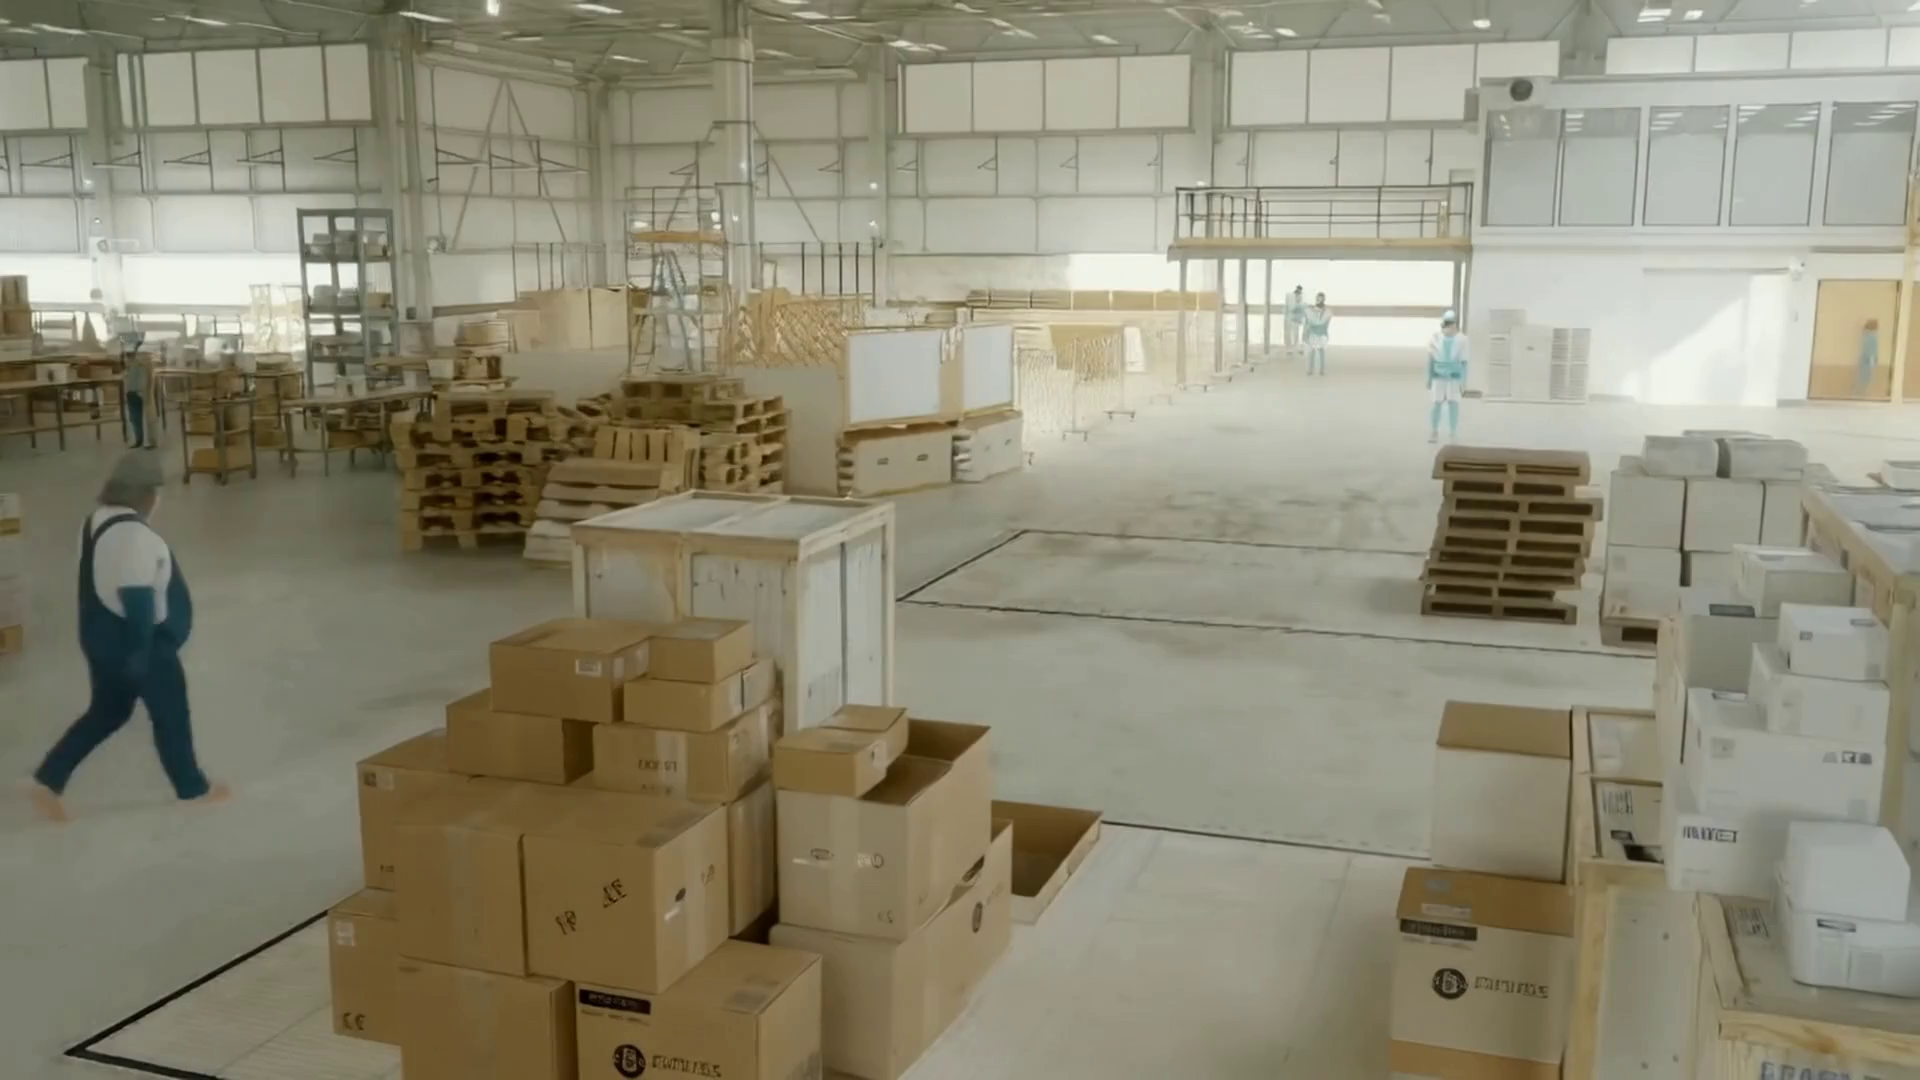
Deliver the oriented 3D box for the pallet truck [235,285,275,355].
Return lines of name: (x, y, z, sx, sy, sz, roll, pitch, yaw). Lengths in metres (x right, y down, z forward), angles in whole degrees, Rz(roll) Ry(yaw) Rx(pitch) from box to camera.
pallet truck: (-18.327, -5.835, 44.421, 0.823, 1.965, 1.885, 4, 11, 23)

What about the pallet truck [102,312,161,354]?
pallet truck: (-23.057, -5.777, 46.261, 0.680, 1.201, 1.601, 3, 11, 19)

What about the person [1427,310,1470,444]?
person: (7.434, -2.472, 25.352, 0.606, 2.045, 0.389, 4, 11, 21)

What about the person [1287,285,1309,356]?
person: (9.274, -6.022, 45.668, 0.587, 1.928, 0.381, 4, 11, 21)

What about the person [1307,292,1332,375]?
person: (8.395, -4.811, 38.843, 0.544, 1.933, 0.376, 4, 11, 21)

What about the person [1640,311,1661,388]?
person: (13.490, -3.657, 32.492, 0.521, 1.873, 0.334, 4, 11, 21)

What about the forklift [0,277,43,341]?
forklift: (-27.151, -6.329, 46.328, 1.157, 1.987, 2.680, 3, 11, 17)

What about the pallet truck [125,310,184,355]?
pallet truck: (-22.038, -5.665, 45.457, 0.704, 1.261, 1.522, 3, 11, 17)

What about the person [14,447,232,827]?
person: (-4.430, 0.488, 8.694, 0.713, 2.000, 0.929, 9, 14, 43)

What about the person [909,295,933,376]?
person: (-0.916, -4.752, 38.649, 0.574, 1.883, 0.360, 4, 11, 21)

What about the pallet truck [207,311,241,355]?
pallet truck: (-19.537, -5.575, 44.913, 0.653, 1.274, 1.630, 3, 11, 19)

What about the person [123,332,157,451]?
person: (-12.107, -2.181, 24.512, 0.524, 1.764, 0.329, 4, 11, 21)

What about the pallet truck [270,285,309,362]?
pallet truck: (-17.147, -5.700, 43.663, 0.823, 1.965, 1.885, 3, 11, 17)
